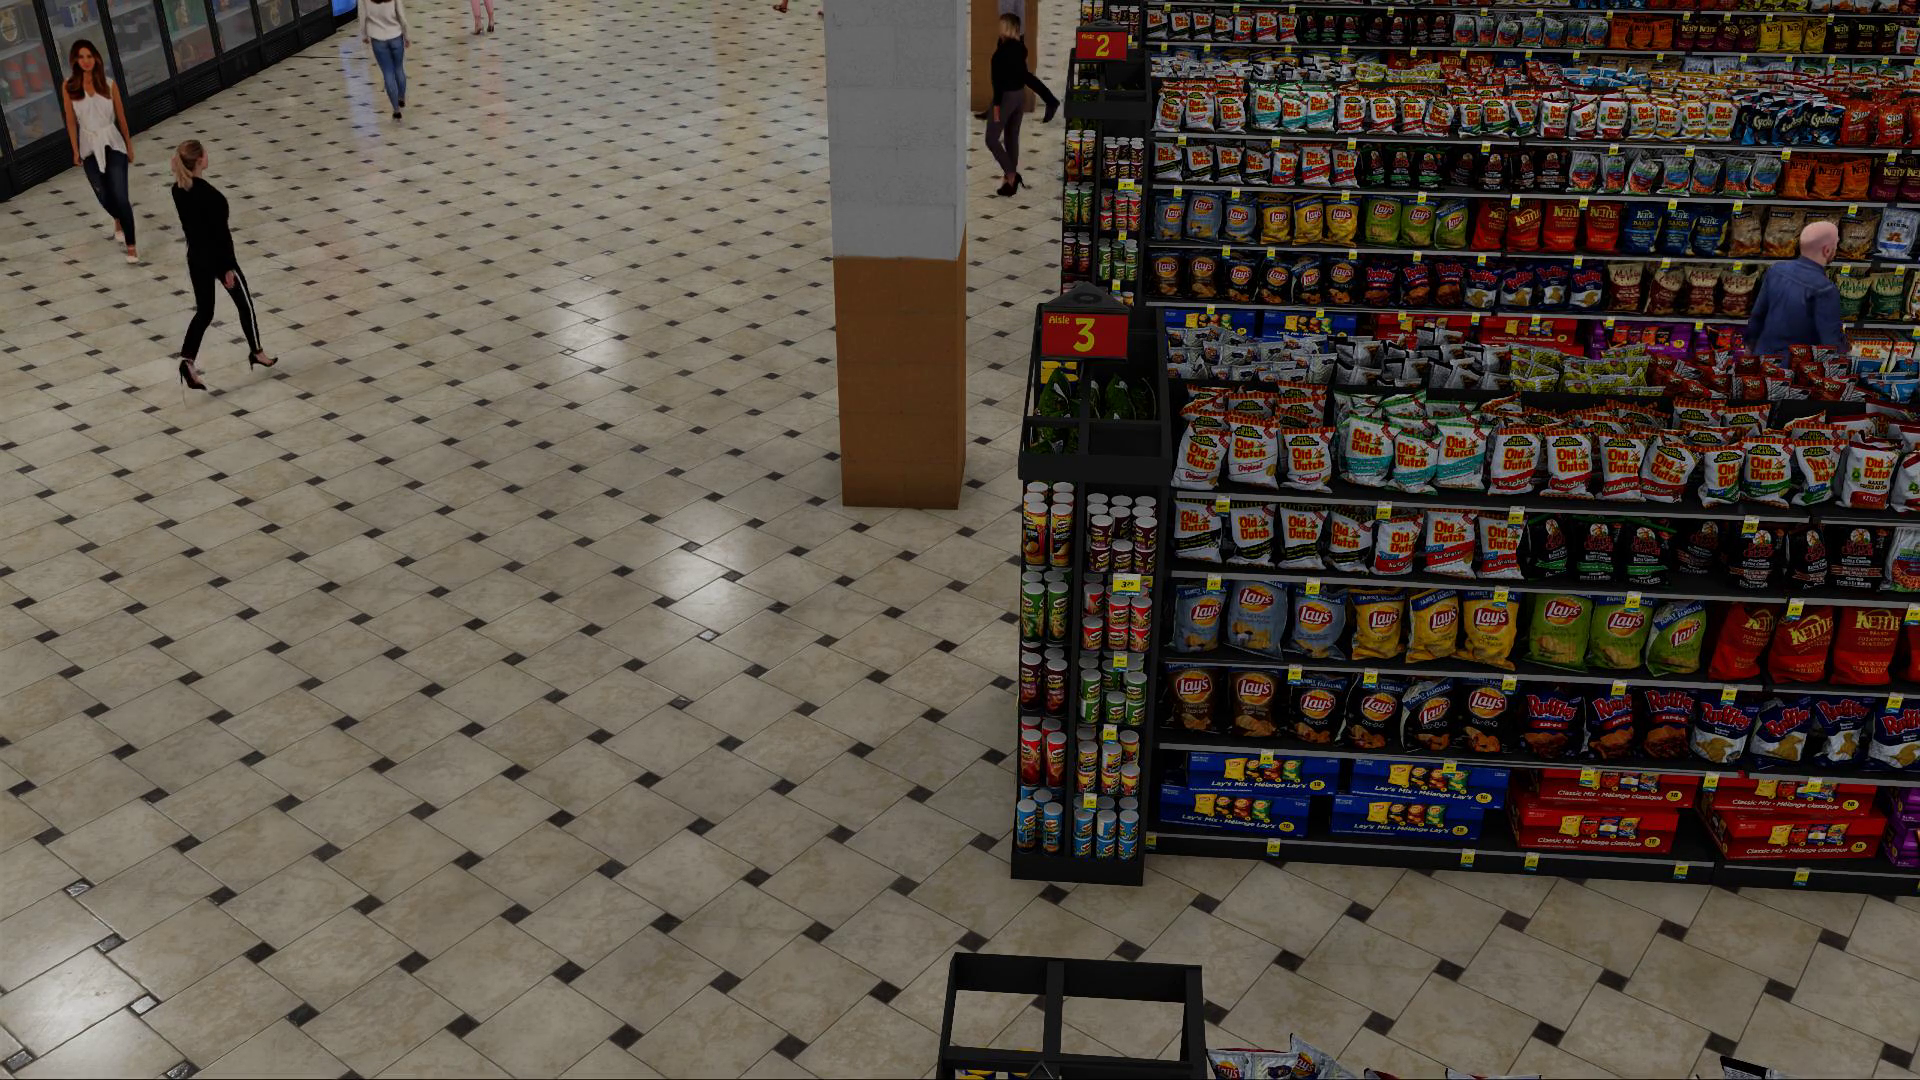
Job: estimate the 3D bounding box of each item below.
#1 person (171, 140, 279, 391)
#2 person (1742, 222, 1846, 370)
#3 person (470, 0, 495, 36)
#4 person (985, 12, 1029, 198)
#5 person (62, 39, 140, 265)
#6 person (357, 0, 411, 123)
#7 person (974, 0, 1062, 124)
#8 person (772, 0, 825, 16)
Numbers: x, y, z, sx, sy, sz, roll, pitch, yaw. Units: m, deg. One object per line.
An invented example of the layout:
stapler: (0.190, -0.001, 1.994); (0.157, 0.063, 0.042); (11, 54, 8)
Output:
person: (-5.081, -1.796, 11.152); (1.075, 1.670, 0.906); (11, 30, 19)
person: (4.547, -0.863, 9.327); (1.237, 1.782, 0.933); (-5, 29, -10)
person: (-6.225, -7.410, 21.297); (0.686, 1.802, 0.727); (-25, 37, -38)
person: (0.489, -3.880, 14.974); (0.790, 1.665, 0.743); (22, 36, 35)
person: (-7.005, -3.177, 13.592); (1.081, 1.756, 0.943); (-10, 30, -17)
person: (-6.003, -5.217, 17.440); (1.128, 1.648, 1.045); (-12, 31, -22)
person: (0.635, -5.229, 17.306); (1.136, 1.797, 0.750); (1, 29, 2)
person: (-2.010, -7.770, 22.228); (1.161, 1.541, 0.855); (14, 31, 23)
